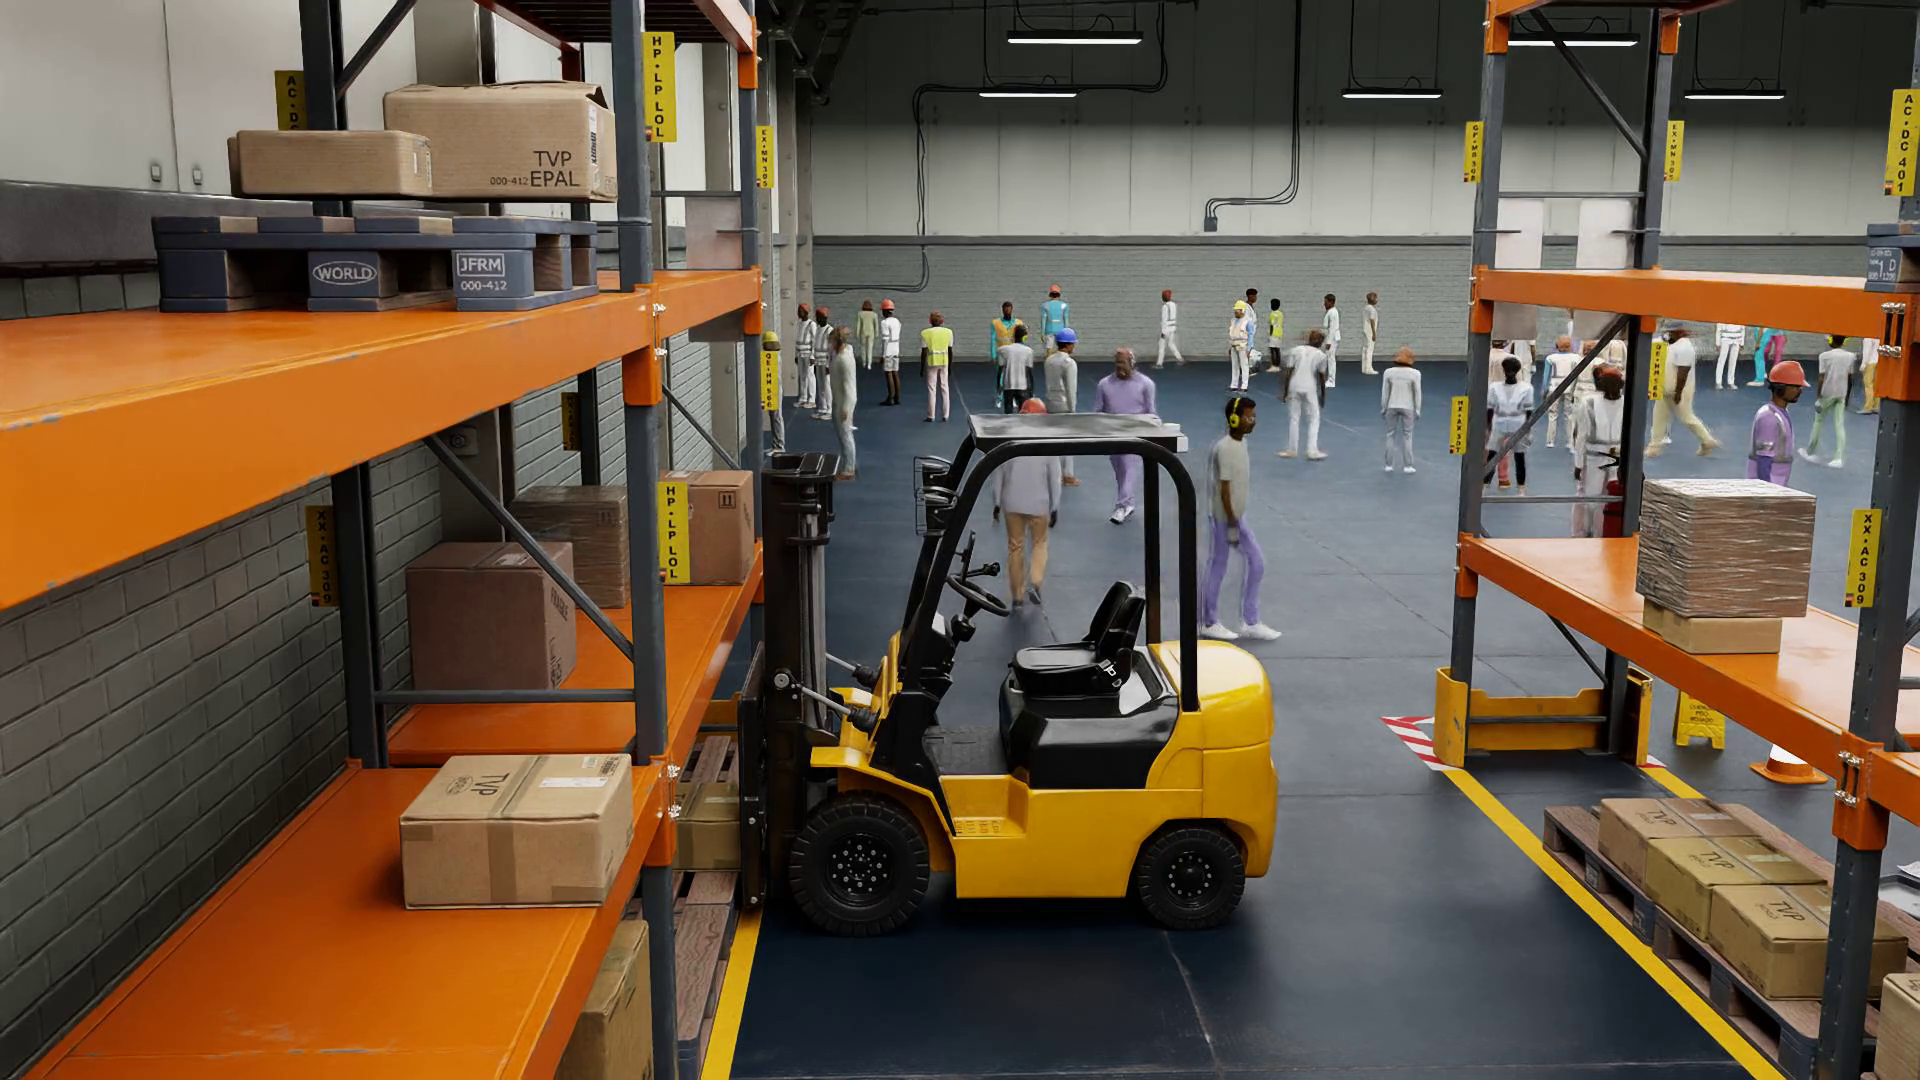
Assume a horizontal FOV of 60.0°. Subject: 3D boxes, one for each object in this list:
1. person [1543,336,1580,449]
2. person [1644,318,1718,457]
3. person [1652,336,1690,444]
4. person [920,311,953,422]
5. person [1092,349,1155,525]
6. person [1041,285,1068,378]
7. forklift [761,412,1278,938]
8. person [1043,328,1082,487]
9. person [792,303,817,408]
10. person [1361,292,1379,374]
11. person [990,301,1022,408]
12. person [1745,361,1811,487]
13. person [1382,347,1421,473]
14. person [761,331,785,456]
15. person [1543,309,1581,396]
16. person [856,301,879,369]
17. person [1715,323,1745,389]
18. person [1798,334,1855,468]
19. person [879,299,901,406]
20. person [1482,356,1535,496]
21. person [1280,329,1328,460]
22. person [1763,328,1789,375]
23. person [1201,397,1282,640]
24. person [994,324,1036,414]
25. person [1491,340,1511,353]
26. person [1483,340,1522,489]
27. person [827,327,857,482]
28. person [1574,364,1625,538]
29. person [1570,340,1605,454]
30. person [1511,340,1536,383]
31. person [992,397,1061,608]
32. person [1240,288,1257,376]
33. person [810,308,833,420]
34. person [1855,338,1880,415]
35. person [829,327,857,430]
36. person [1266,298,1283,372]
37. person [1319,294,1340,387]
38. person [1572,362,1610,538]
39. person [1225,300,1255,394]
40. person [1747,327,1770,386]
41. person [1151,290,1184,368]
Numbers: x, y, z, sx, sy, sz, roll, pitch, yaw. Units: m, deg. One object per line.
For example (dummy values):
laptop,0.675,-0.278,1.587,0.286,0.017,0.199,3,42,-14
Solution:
person,8.709,-2.133,24.091,0.518,1.632,0.313,2,10,13
person,9.999,-2.137,22.967,0.948,2.000,0.682,0,10,-2
person,10.607,-2.419,24.963,0.596,1.894,0.824,0,10,0
person,-0.387,-2.871,27.605,0.564,1.842,0.390,-4,11,-19
person,1.726,-1.117,17.809,0.669,1.851,1.015,4,11,24
person,2.066,-4.556,36.438,0.607,2.044,0.375,-1,10,-6
forklift,0.291,0.548,7.580,2.313,2.155,1.214,0,10,-2
person,1.248,-1.627,20.418,0.417,1.936,0.612,-7,12,-35
person,-2.797,-3.322,30.008,0.355,1.883,0.573,-8,13,-39
person,9.281,-4.667,37.605,0.345,1.846,0.507,-1,10,-7
person,0.839,-3.353,30.086,0.597,1.915,0.371,-2,10,-12
person,6.635,-0.442,13.563,0.419,2.034,0.605,7,12,34
person,5.724,-1.684,21.577,0.507,1.631,0.266,6,12,31
person,-2.643,-2.052,23.324,0.319,1.741,0.492,-3,11,-14
person,11.544,-3.536,31.445,0.946,1.810,0.527,8,13,38
person,-2.191,-4.846,39.284,0.535,1.594,0.807,-1,10,-5
person,15.646,-4.001,33.783,0.584,1.882,0.337,0,10,-2
person,11.661,-1.912,22.292,0.541,1.823,0.977,0,10,1
person,-1.305,-3.417,30.382,0.379,1.937,0.548,6,12,29
person,6.360,-1.289,19.228,0.556,1.691,0.327,5,12,28
person,4.727,-1.996,22.861,0.679,1.807,0.343,4,11,22
person,18.095,-4.613,36.982,0.632,1.989,0.708,3,11,14
person,2.126,-0.141,12.374,0.729,1.843,0.568,6,12,30
person,0.788,-2.068,23.150,0.609,1.843,0.513,1,10,3
person,9.929,-3.304,30.582,0.308,1.641,0.514,-2,10,-12
person,6.501,-1.619,20.204,0.624,1.992,0.386,5,11,26
person,-1.466,-1.687,20.748,0.355,1.936,0.635,-2,10,-13
person,6.091,-0.737,15.659,0.598,1.869,0.701,3,11,15
person,8.788,-1.993,23.313,0.314,1.633,0.519,-8,13,-38
person,9.534,-2.973,28.103,0.313,1.869,0.539,-5,11,-27
person,0.542,-0.299,13.596,0.580,1.731,0.373,2,10,9
person,6.445,-4.640,37.152,0.365,1.960,0.606,5,11,24
person,-2.307,-2.971,28.058,0.352,1.880,0.576,-6,12,-31
person,15.794,-3.058,28.863,0.532,1.767,0.328,-7,12,-33
person,-1.875,-2.566,26.472,0.525,1.639,0.307,9,13,40
person,7.223,-4.693,38.169,0.320,1.695,0.554,6,12,32
person,7.651,-4.114,34.321,0.393,1.919,0.589,2,10,13
person,6.097,-0.774,15.914,0.336,1.844,0.508,-6,12,-30
person,5.509,-3.800,32.806,0.403,1.835,0.586,-7,12,-35
person,16.622,-4.110,34.539,0.348,1.836,0.517,6,12,31
person,4.914,-4.969,39.232,0.715,1.864,0.610,8,13,36
